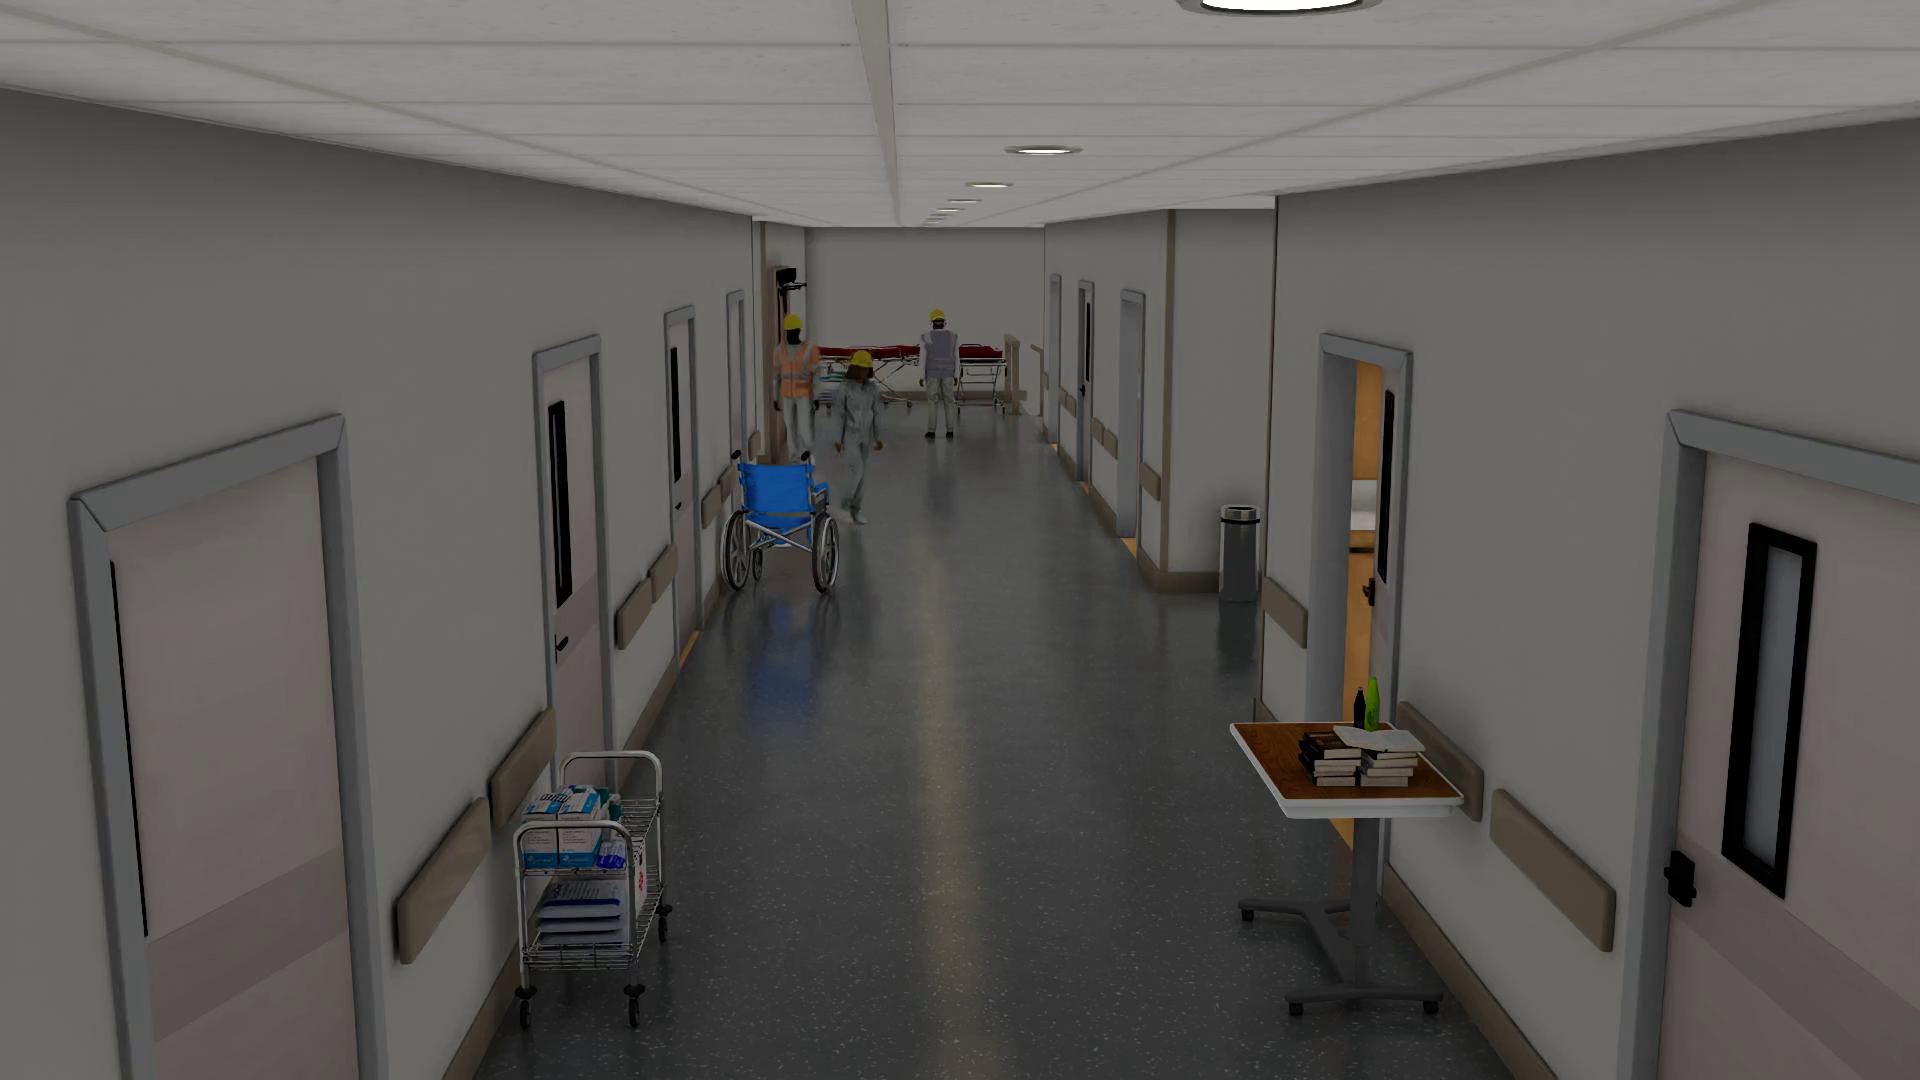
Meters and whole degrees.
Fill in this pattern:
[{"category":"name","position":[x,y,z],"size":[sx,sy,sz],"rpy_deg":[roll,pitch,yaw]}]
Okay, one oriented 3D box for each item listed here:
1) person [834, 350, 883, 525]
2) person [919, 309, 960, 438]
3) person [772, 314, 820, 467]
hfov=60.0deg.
[{"category":"person","position":[-0.990,-1.000,16.301],"size":[0.480,1.722,0.402],"rpy_deg":[-9,14,-42]},{"category":"person","position":[-0.300,-2.342,23.517],"size":[0.587,1.823,0.403],"rpy_deg":[-3,11,-15]},{"category":"person","position":[-1.972,-1.750,19.945],"size":[0.606,1.916,0.420],"rpy_deg":[3,11,17]}]
